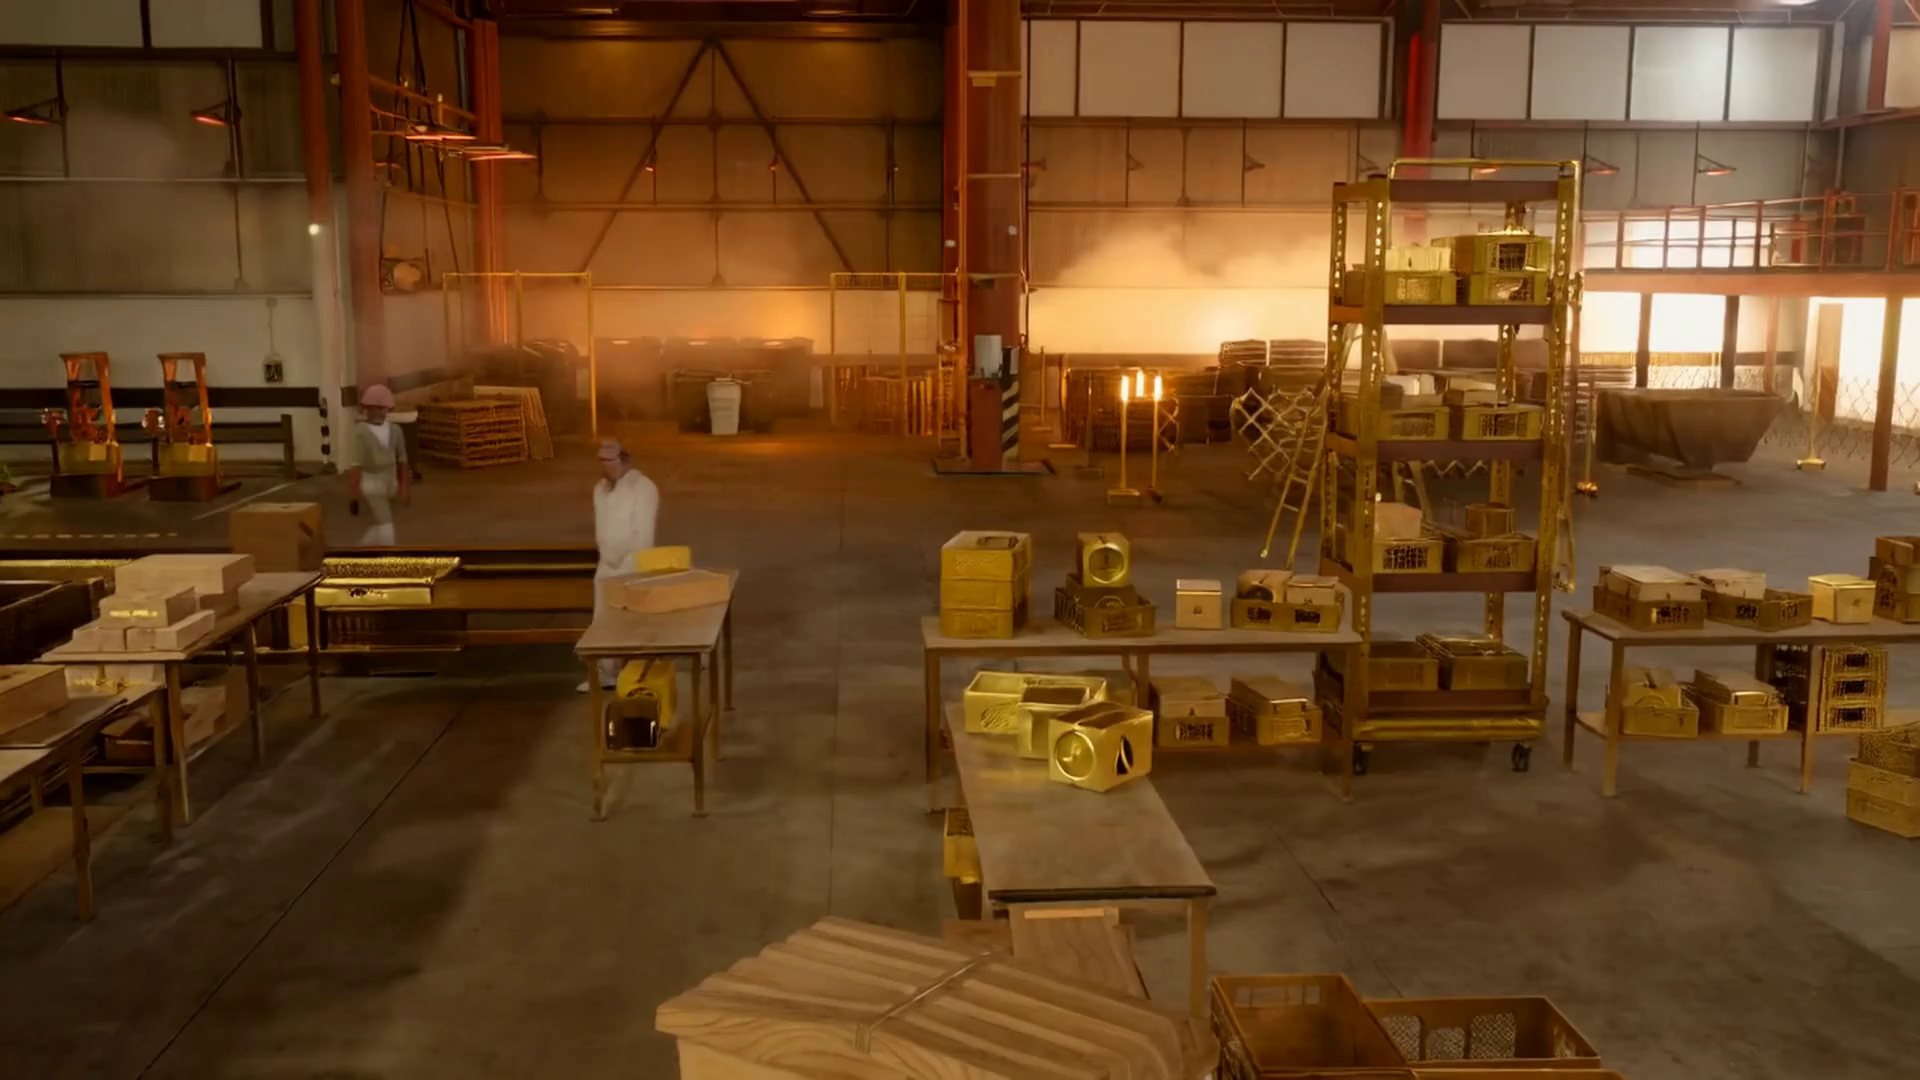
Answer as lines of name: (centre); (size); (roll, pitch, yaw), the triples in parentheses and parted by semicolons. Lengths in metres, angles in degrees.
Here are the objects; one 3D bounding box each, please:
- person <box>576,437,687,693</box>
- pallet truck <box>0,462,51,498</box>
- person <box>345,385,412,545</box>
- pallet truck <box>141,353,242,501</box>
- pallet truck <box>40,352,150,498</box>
person: (-2.425, 0.153, 12.310); (0.636, 1.869, 0.936); (6, 11, 34)
pallet truck: (-13.193, -1.293, 23.148); (0.653, 1.274, 1.630); (-1, 9, -4)
person: (-5.631, -0.494, 15.985); (1.029, 2.003, 0.617); (5, 10, 29)
pallet truck: (-10.520, -1.604, 22.925); (0.823, 1.965, 1.885); (-1, 9, -6)
pallet truck: (-11.907, -1.642, 23.165); (0.823, 1.965, 1.885); (0, 9, 0)
